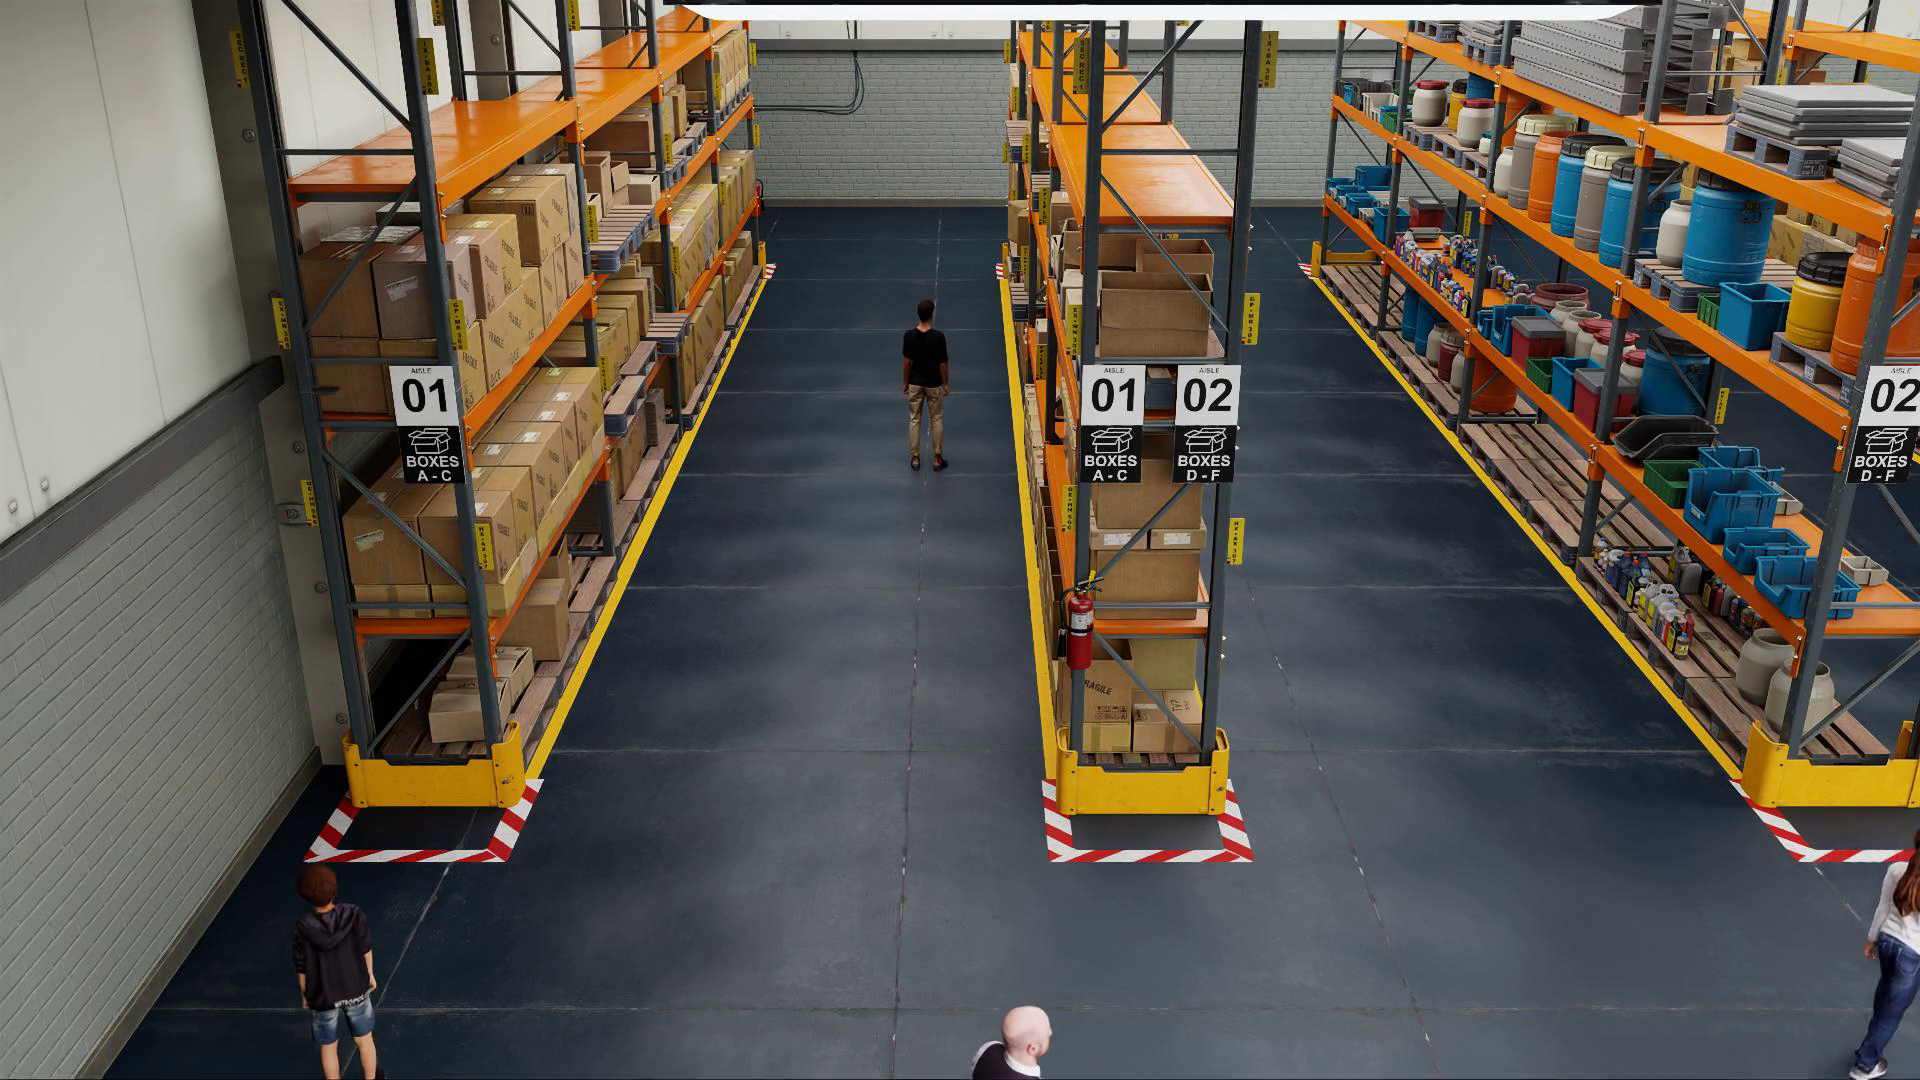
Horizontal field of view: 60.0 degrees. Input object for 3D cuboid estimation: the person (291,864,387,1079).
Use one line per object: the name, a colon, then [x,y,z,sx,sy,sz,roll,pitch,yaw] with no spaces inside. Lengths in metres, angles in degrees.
person: [-3.238,2.313,8.625,0.624,1.449,0.647,-8,24,-20]

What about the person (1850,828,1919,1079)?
person: [4.930,2.200,8.783,0.801,1.538,0.816,-11,25,-25]

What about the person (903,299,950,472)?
person: [-0.371,-1.656,17.790,0.678,1.856,0.570,3,22,7]

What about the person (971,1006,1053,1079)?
person: [0.223,2.744,7.079,0.847,1.821,0.747,-14,26,-31]
